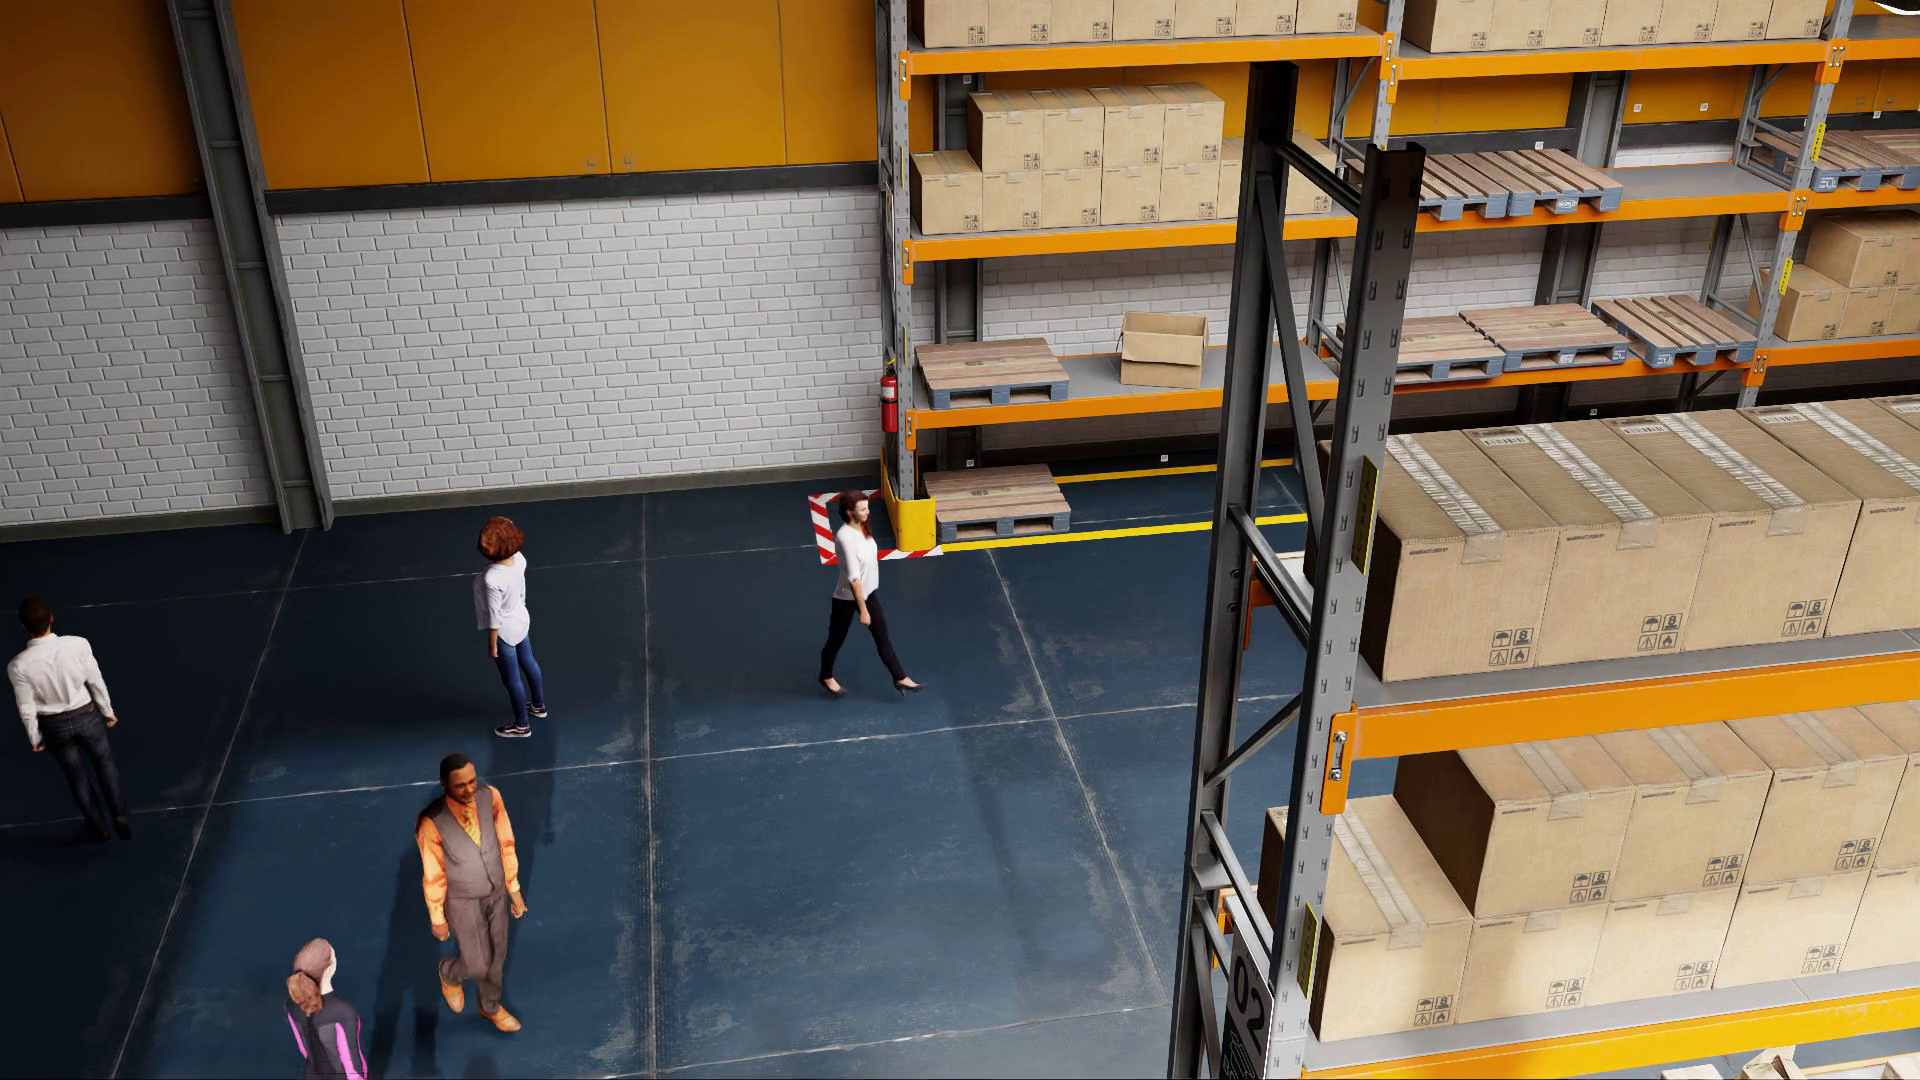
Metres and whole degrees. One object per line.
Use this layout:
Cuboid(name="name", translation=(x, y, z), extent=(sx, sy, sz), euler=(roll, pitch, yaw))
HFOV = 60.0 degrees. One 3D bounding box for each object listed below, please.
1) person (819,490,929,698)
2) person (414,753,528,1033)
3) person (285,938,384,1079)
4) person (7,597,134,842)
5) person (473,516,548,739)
Cuboid(name="person", translation=(-0.871, 0.438, 12.237), extent=(1.167, 1.749, 0.941), euler=(8, 30, 14))
Cuboid(name="person", translation=(-2.785, 1.942, 9.329), extent=(0.979, 1.893, 0.925), euler=(23, 36, 36))
Cuboid(name="person", translation=(-3.048, 2.752, 8.049), extent=(1.140, 1.696, 0.895), euler=(6, 29, 10))
Cuboid(name="person", translation=(-5.675, 1.223, 10.682), extent=(0.939, 1.860, 0.965), euler=(-22, 36, -35))
Cuboid(name="person", translation=(-3.229, 0.612, 11.955), extent=(0.756, 1.713, 0.738), euler=(8, 30, 14))
